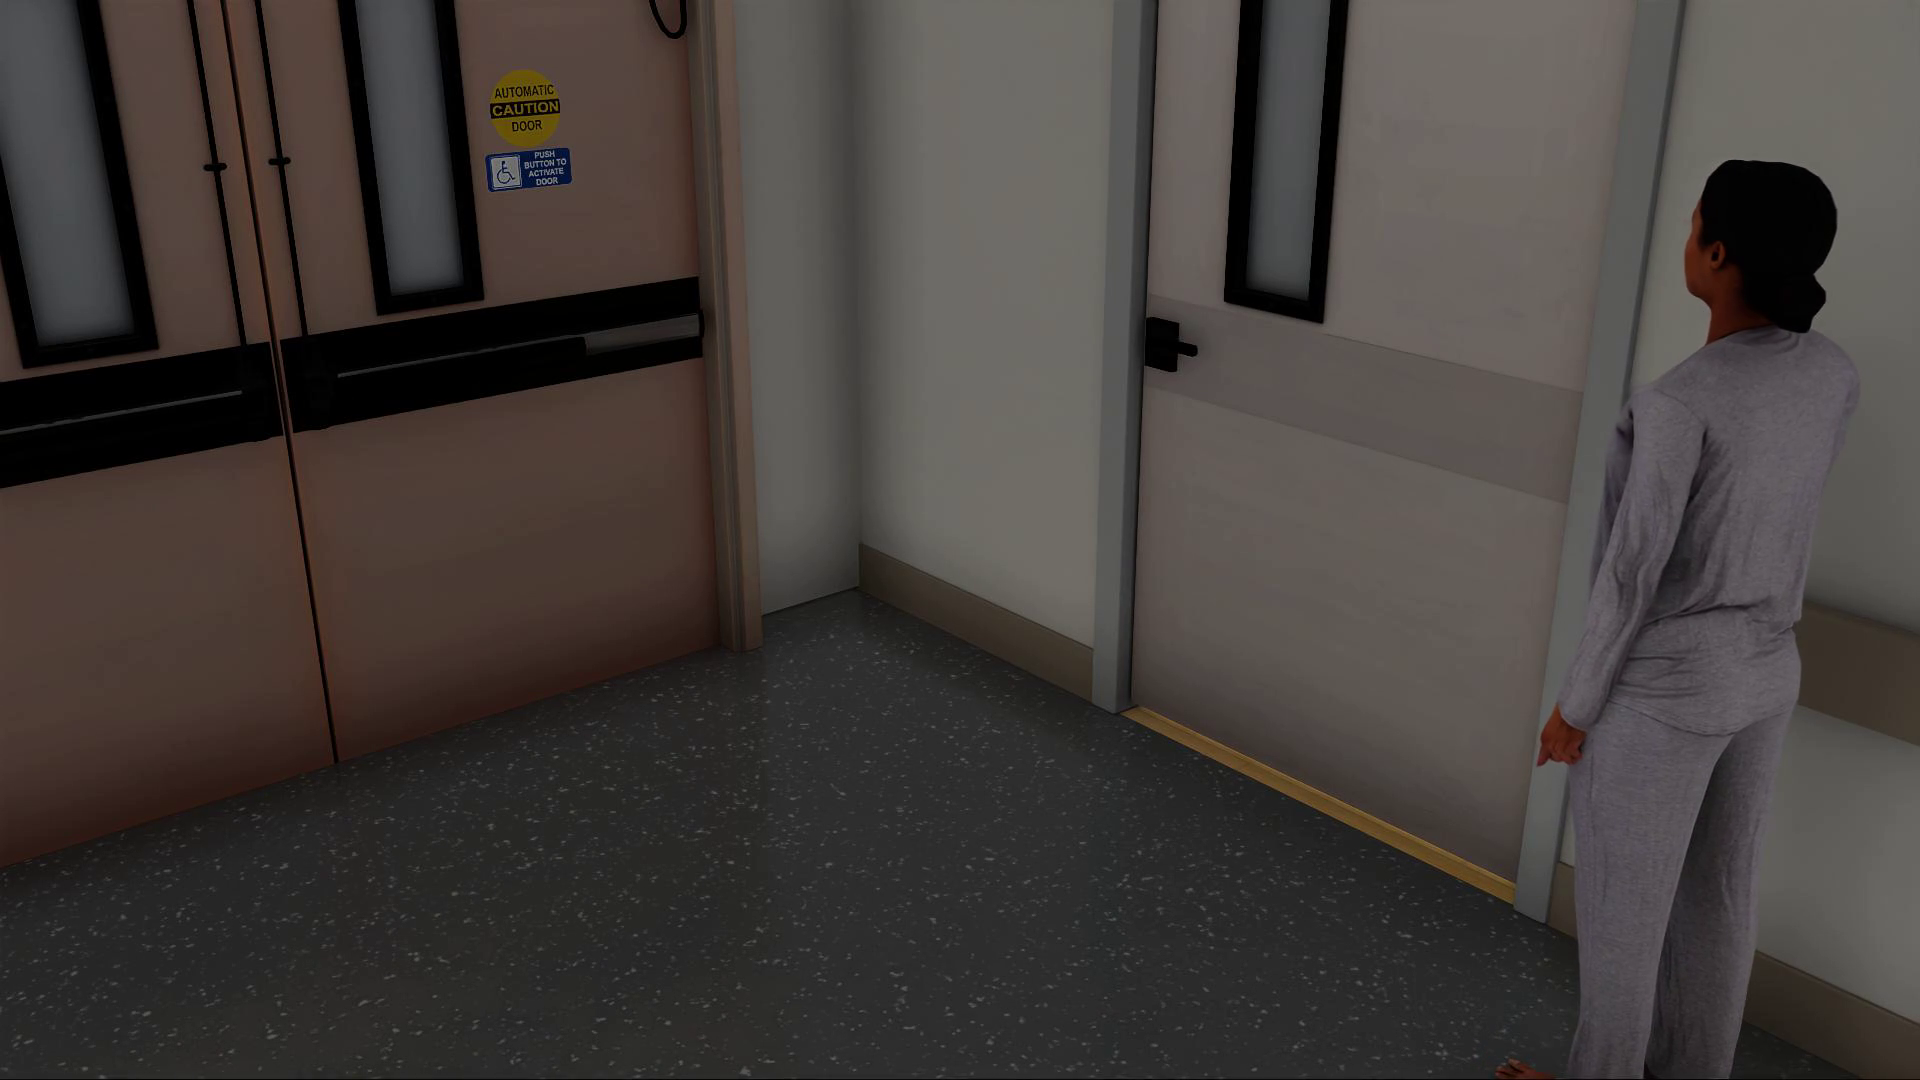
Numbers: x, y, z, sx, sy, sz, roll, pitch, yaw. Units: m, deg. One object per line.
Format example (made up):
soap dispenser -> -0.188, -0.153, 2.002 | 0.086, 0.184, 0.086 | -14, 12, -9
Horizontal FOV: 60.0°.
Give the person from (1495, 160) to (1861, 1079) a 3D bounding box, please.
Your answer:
person -> 1.228, 0.238, 2.792 | 0.677, 1.736, 0.607 | -11, 23, -27
